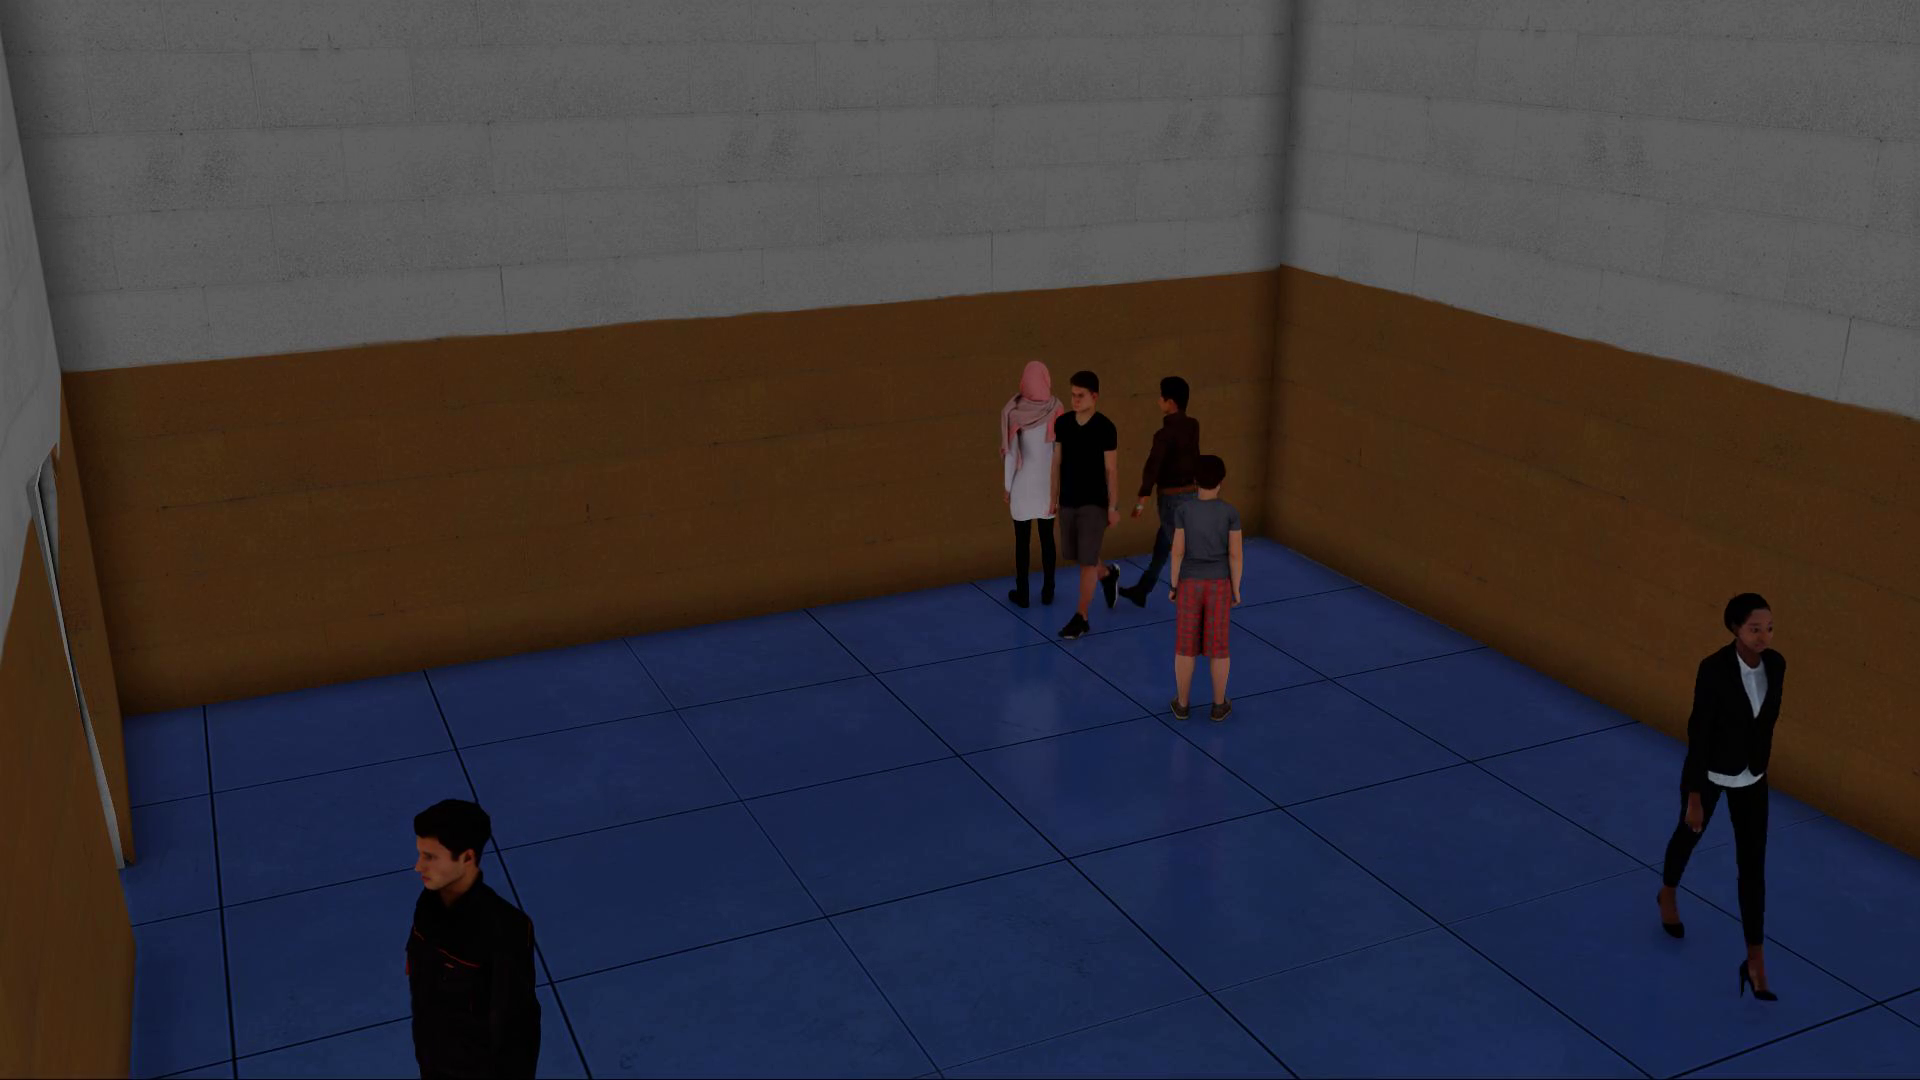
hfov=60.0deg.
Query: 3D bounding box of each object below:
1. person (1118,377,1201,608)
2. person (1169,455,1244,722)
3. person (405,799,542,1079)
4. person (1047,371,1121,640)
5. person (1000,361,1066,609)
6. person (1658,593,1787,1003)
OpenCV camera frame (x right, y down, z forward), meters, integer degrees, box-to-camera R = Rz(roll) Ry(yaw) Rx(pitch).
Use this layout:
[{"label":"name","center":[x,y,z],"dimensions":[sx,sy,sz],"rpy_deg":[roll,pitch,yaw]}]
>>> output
[{"label":"person","center":[1.560,-0.214,11.449],"dimensions":[1.076,1.729,1.171],"rpy_deg":[13,22,33]},{"label":"person","center":[1.476,0.294,10.047],"dimensions":[0.642,1.650,0.734],"rpy_deg":[3,19,10]},{"label":"person","center":[-1.556,1.711,5.401],"dimensions":[0.785,1.946,0.754],"rpy_deg":[15,24,38]},{"label":"person","center":[0.916,-0.277,11.459],"dimensions":[0.973,1.843,1.171],"rpy_deg":[13,23,34]},{"label":"person","center":[0.532,-0.400,11.886],"dimensions":[0.597,1.804,0.735],"rpy_deg":[-5,19,-13]},{"label":"person","center":[3.382,1.088,7.495],"dimensions":[1.138,1.788,0.938],"rpy_deg":[-2,19,-7]}]
